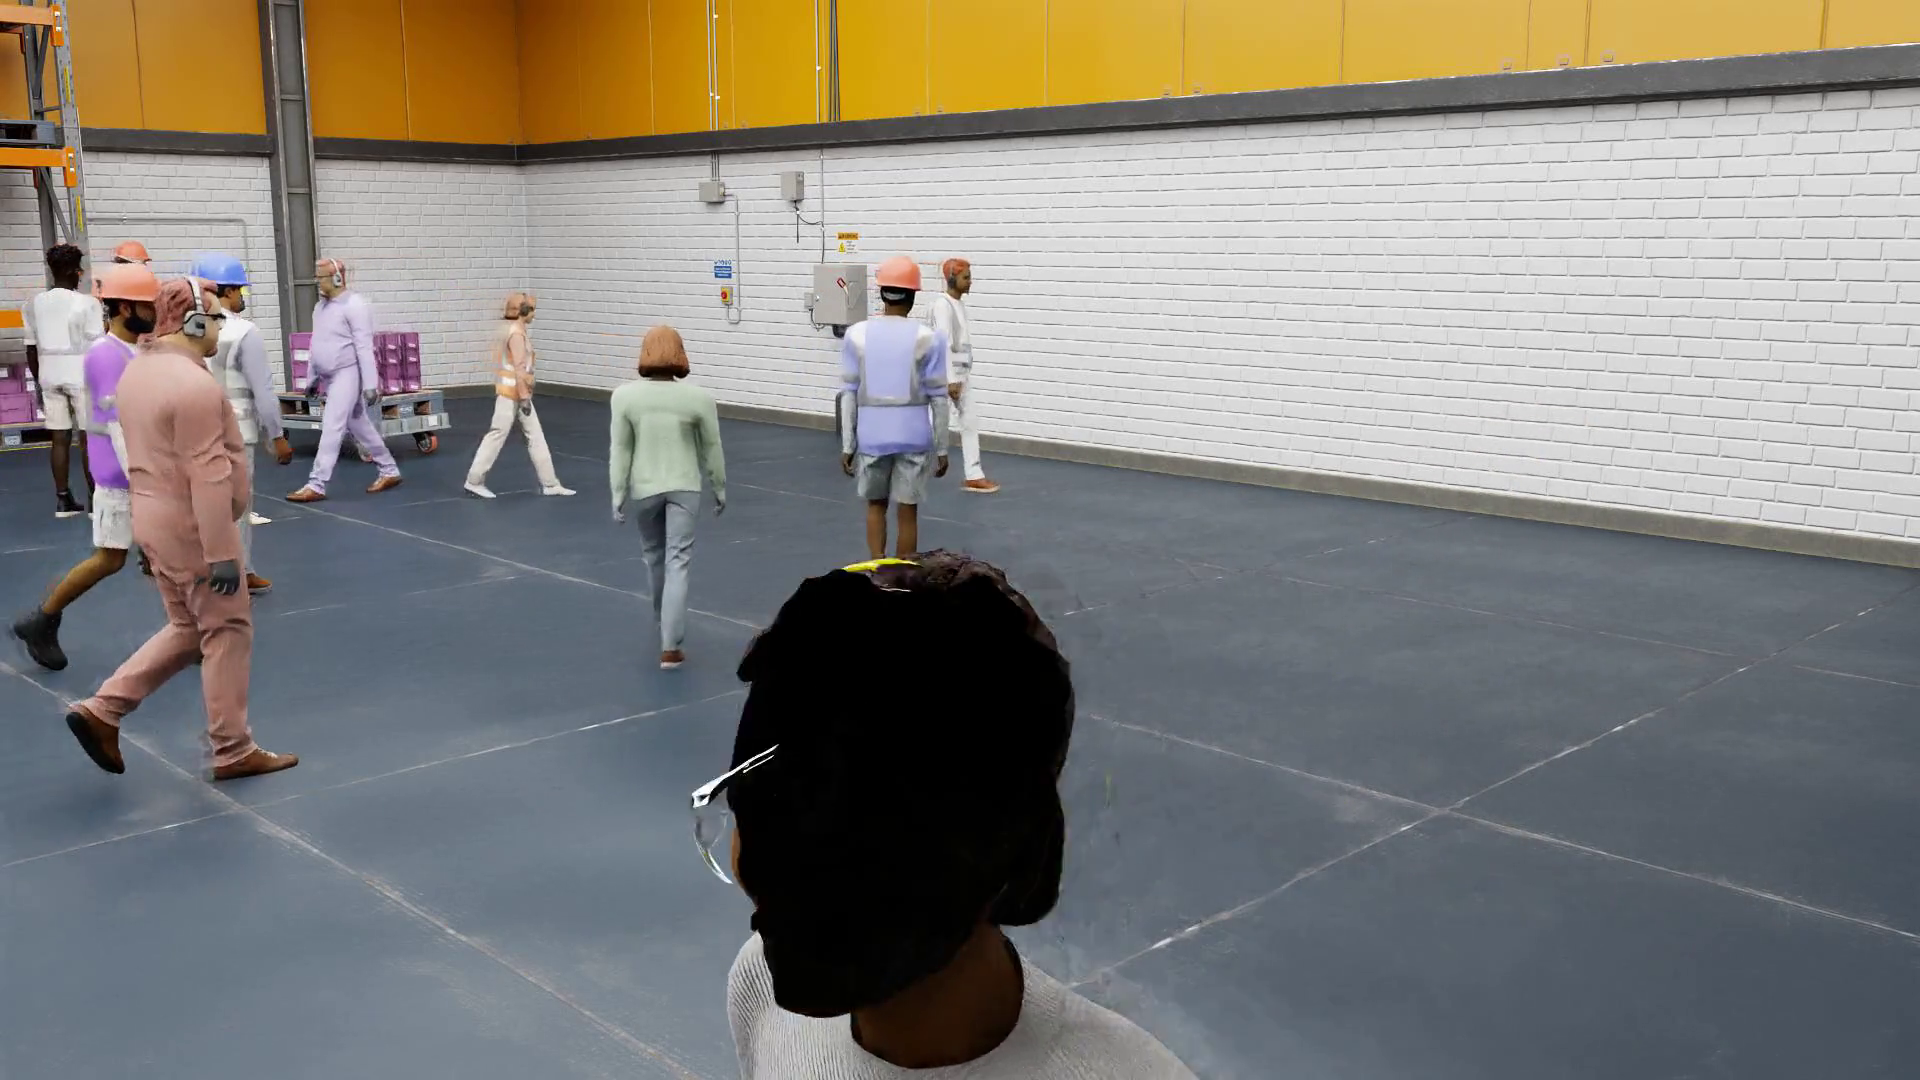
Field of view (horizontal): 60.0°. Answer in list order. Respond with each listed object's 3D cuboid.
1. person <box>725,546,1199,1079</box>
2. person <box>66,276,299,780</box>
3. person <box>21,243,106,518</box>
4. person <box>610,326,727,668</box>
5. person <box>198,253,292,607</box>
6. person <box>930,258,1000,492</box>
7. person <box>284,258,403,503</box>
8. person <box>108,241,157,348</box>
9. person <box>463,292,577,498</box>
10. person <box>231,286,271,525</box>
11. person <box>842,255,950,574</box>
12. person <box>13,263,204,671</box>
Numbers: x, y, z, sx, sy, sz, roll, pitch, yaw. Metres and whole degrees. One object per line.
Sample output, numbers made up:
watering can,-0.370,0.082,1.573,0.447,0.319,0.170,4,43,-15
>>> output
person,-0.087,0.920,1.139,0.543,1.813,0.946,10,14,43
person,-2.865,-0.012,6.051,0.657,1.882,0.643,-10,14,-42
person,-6.373,-1.130,11.936,0.648,1.963,0.361,1,10,8
person,-1.392,-0.229,8.013,0.528,1.581,0.858,0,10,-2
person,-3.917,-0.583,9.040,0.607,1.920,0.742,6,12,28
person,-0.136,-1.296,13.146,0.880,1.858,0.588,4,11,21
person,-4.780,-1.242,12.844,0.667,1.854,1.007,10,14,43
person,-7.432,-1.691,14.942,0.624,1.978,0.743,7,12,33
person,-3.446,-1.103,12.800,0.856,1.592,0.526,-2,11,-10
person,-5.091,-0.986,11.671,0.315,1.769,0.525,-7,13,-35
person,-0.329,-0.529,8.755,0.564,1.917,0.410,2,11,8
person,-3.917,-0.320,7.686,0.905,1.904,0.553,-1,10,-6
